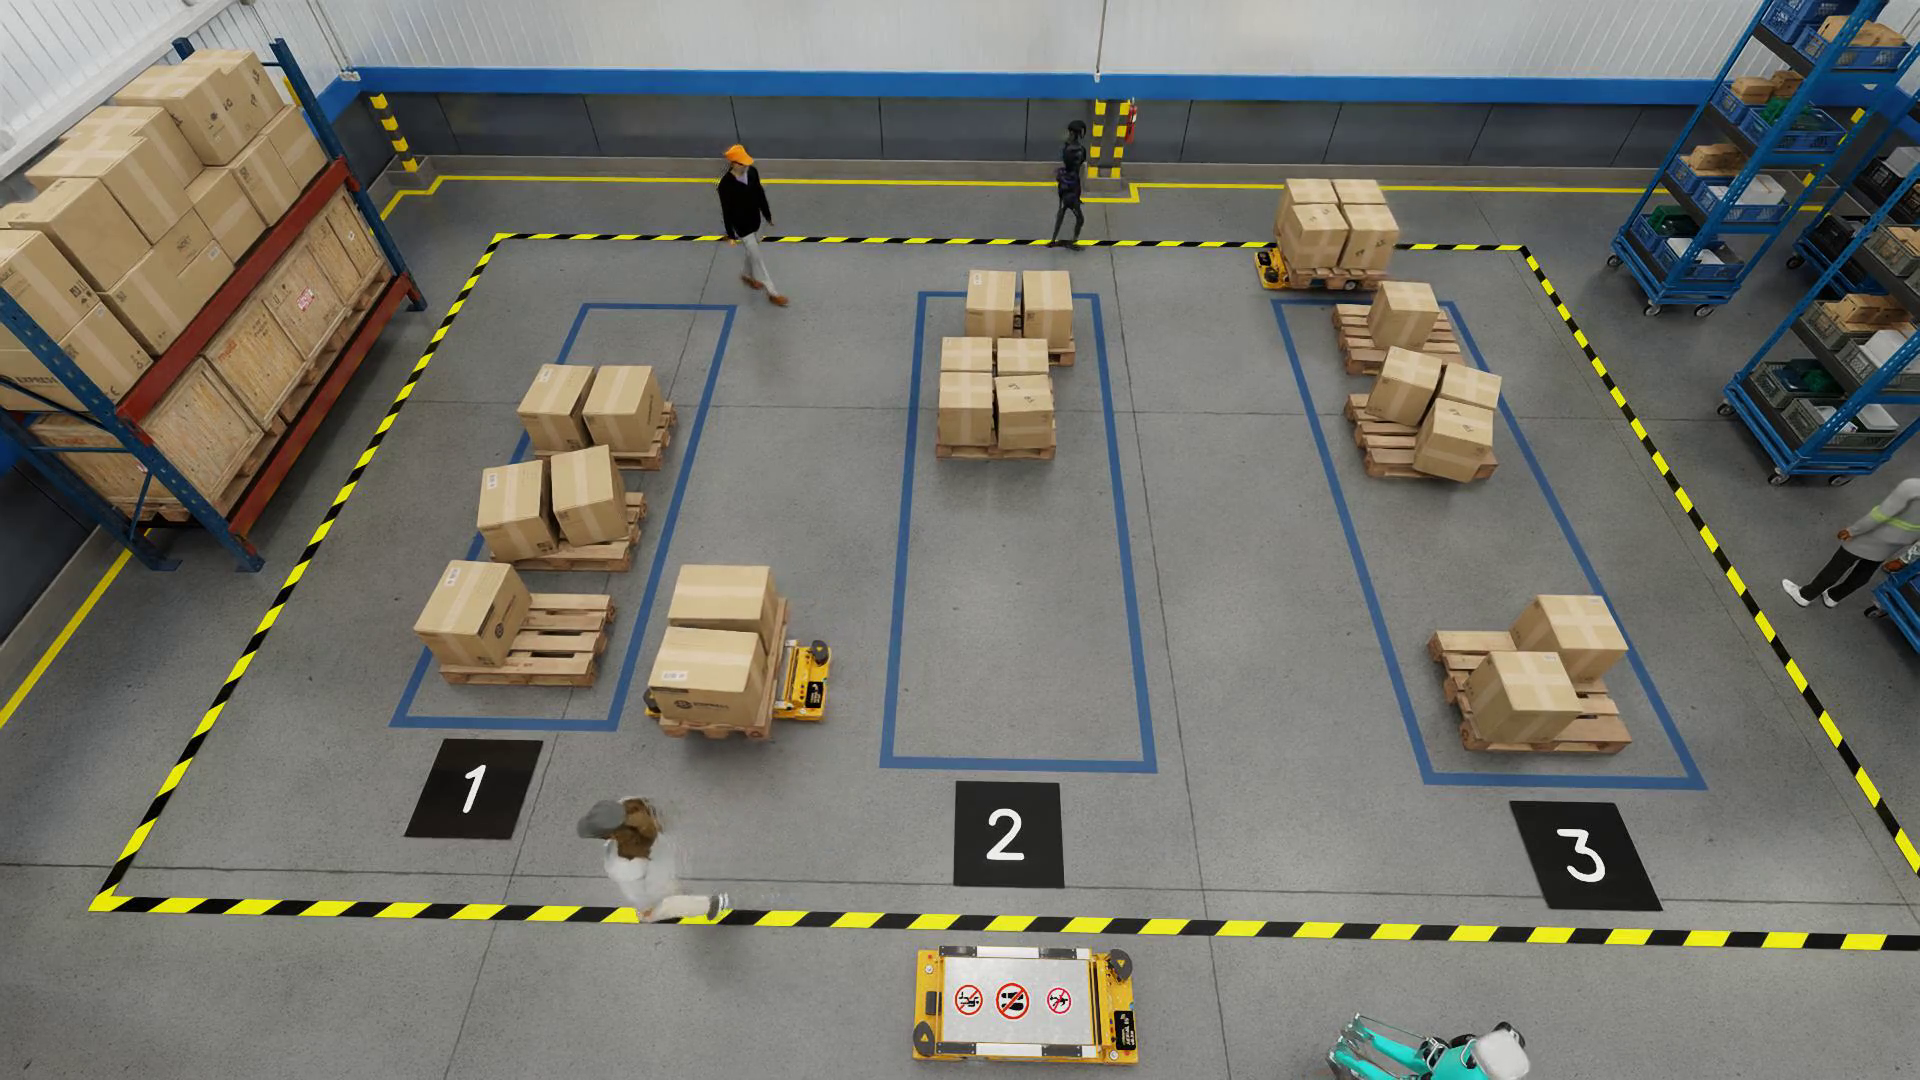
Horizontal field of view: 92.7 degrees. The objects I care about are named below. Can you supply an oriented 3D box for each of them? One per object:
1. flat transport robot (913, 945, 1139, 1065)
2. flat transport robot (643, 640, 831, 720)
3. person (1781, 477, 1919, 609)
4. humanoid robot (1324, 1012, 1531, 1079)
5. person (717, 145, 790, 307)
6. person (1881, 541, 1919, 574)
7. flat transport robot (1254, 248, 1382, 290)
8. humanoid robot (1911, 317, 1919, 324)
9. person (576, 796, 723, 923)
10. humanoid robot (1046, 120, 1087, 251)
[{"bbox_3d":[0.422,3.041,6.007,1.431,0.231,0.659,1,51,1],"label":"flat transport robot"},{"bbox_3d":[-1.818,1.135,7.542,1.431,0.197,0.652,1,51,1],"label":"flat transport robot"},{"bbox_3d":[7.616,-0.092,7.540,0.596,1.849,0.385,4,51,3],"label":"person"},{"bbox_3d":[2.450,2.865,5.116,0.533,1.677,0.735,-36,59,-26],"label":"humanoid robot"},{"bbox_3d":[-2.359,-3.570,10.376,0.803,1.851,0.603,23,55,18],"label":"person"},{"bbox_3d":[8.703,-0.248,7.611,0.373,1.940,0.630,-23,54,-18],"label":"person"},{"bbox_3d":[4.383,-3.339,11.190,1.431,0.197,0.652,1,51,1],"label":"flat transport robot"},{"bbox_3d":[10.465,-2.500,9.618,0.397,1.636,0.610,-9,51,-7],"label":"humanoid robot"},{"bbox_3d":[-1.962,2.078,5.827,0.532,1.753,0.578,-11,52,-9],"label":"person"},{"bbox_3d":[1.343,-4.271,11.063,0.478,1.646,0.599,-7,51,-6],"label":"humanoid robot"}]
